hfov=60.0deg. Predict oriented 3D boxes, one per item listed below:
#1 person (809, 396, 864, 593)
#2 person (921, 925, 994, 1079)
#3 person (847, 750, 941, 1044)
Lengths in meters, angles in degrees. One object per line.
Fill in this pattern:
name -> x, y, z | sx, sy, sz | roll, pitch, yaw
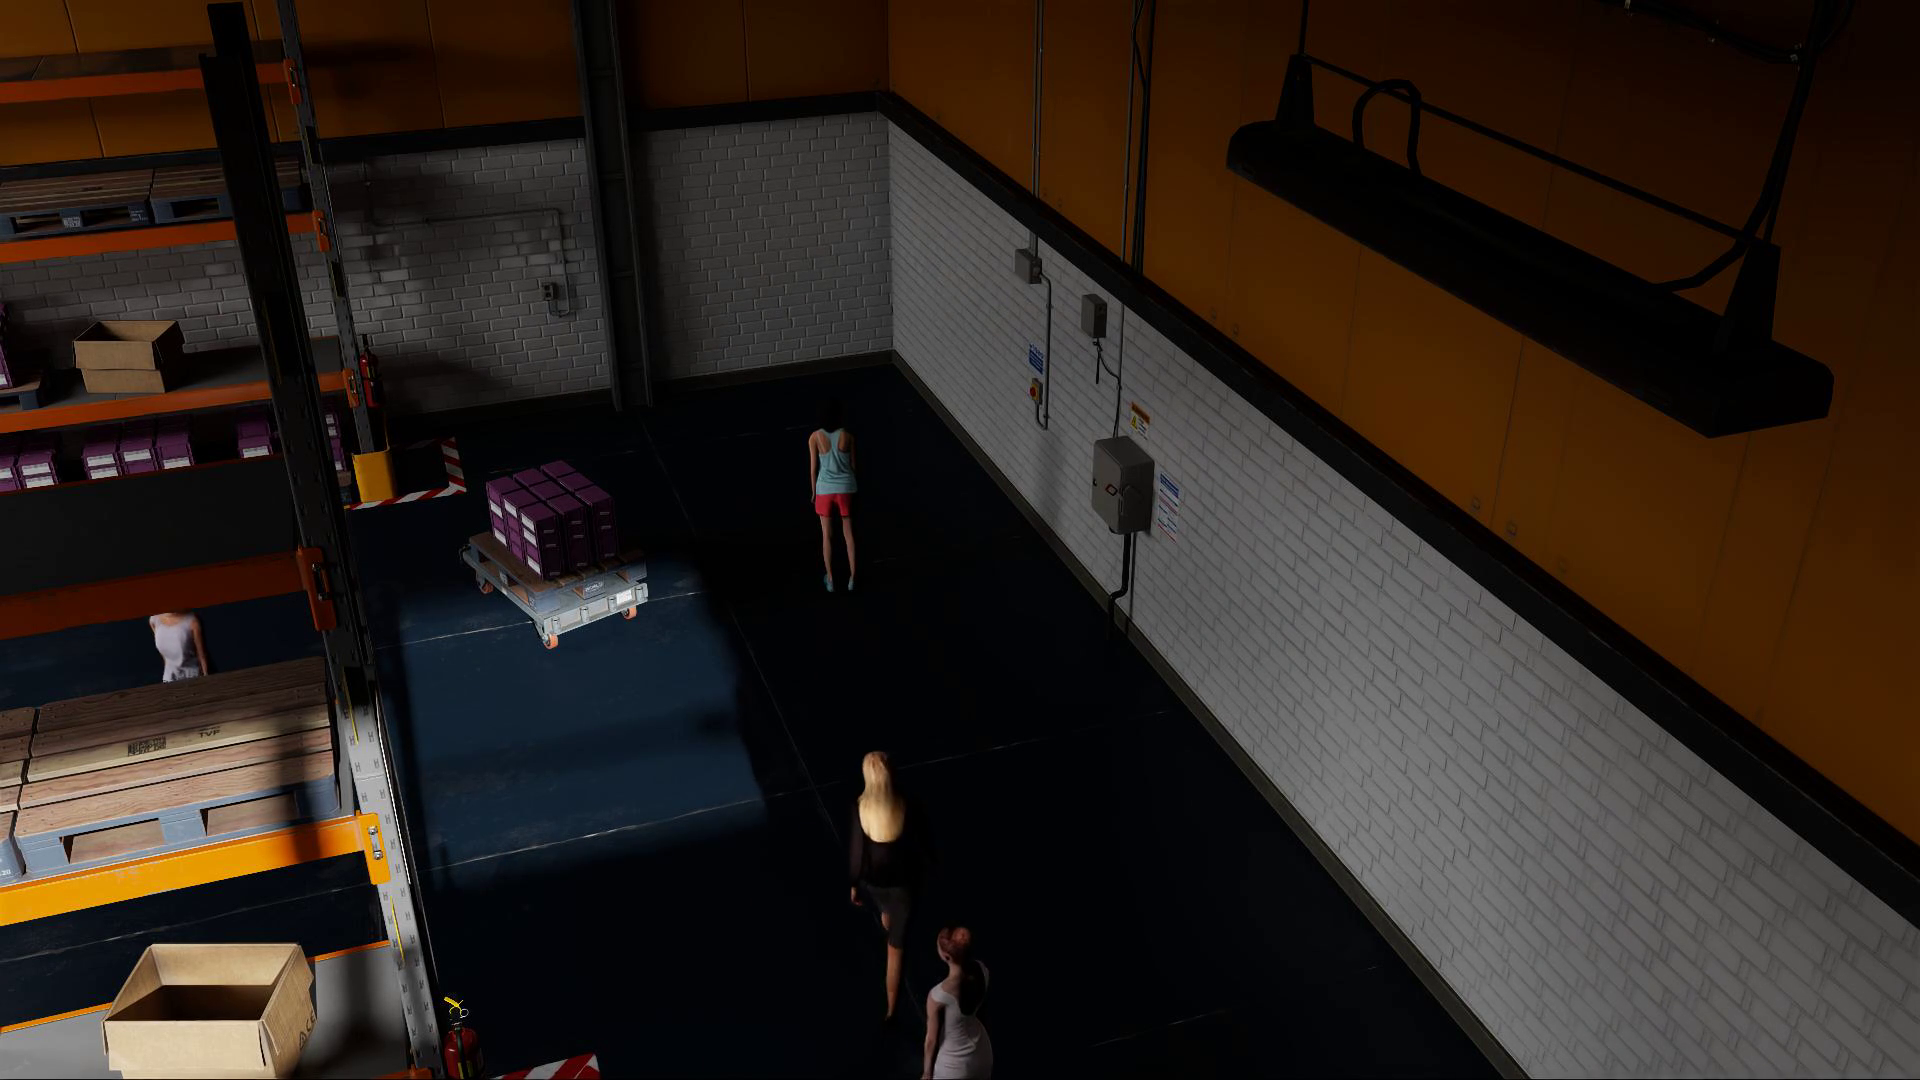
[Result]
person -> -1.039, -0.389, 14.006 | 0.604, 1.765, 0.709 | -1, 29, -1
person -> 0.016, 2.661, 8.393 | 0.627, 1.784, 0.722 | -24, 36, -36
person -> -0.403, 2.070, 9.472 | 1.184, 1.787, 1.056 | 4, 29, 8
